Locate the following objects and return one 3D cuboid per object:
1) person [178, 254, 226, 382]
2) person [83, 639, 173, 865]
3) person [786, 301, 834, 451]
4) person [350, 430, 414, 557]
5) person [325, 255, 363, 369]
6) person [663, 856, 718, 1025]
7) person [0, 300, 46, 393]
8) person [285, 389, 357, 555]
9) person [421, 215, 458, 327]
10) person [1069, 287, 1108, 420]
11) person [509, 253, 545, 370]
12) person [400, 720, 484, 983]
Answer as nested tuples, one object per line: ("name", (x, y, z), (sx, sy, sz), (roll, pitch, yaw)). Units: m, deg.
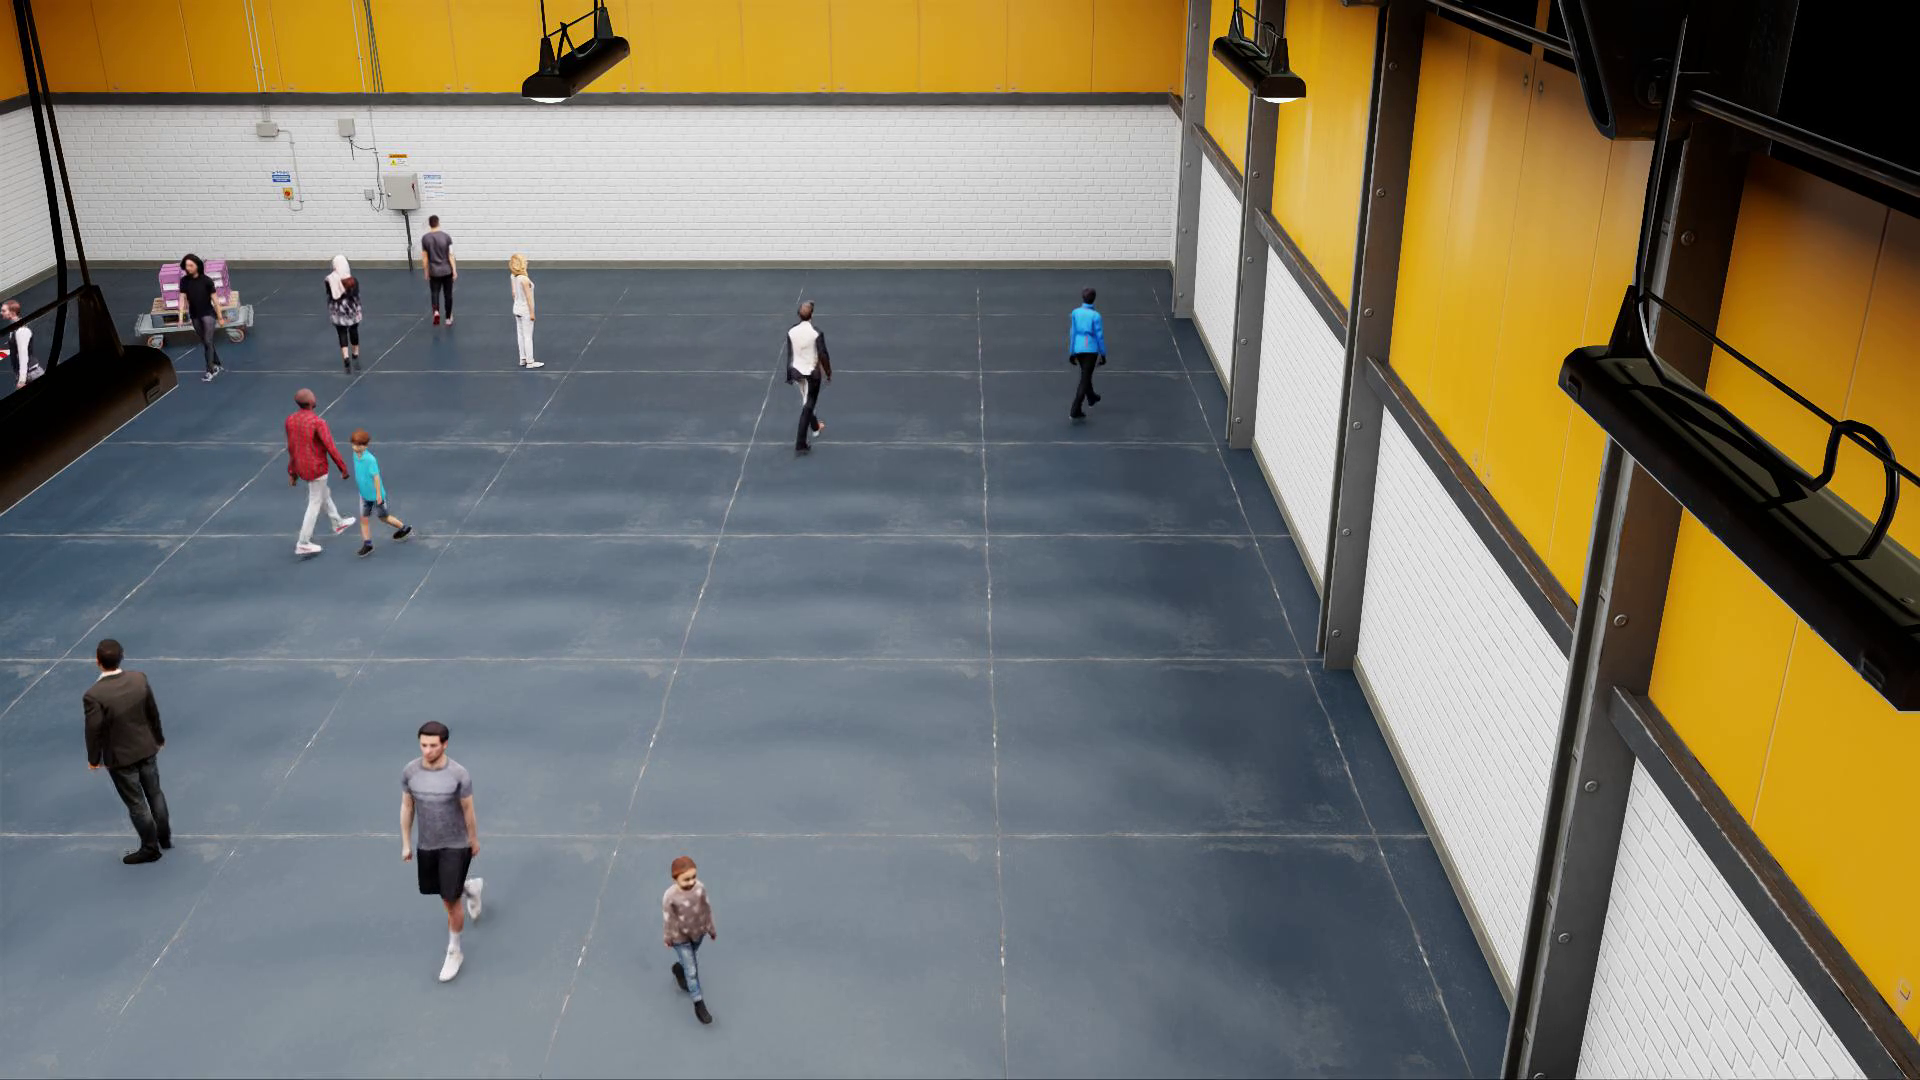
("person", (-10.760, -3.226, 23.731), (0.698, 1.805, 0.999), (3, 24, 6))
("person", (-6.338, 1.609, 12.682), (0.875, 1.796, 0.770), (11, 26, 24))
("person", (-1.950, -2.028, 20.932), (1.048, 1.853, 1.304), (12, 26, 25))
("person", (-6.350, -0.548, 18.095), (0.829, 1.414, 0.991), (15, 28, 30))
("person", (-8.931, -3.288, 24.128), (0.842, 1.603, 1.168), (-7, 25, -16))
("person", (-1.850, 2.607, 11.176), (0.769, 1.174, 0.918), (-15, 28, -30))
("person", (-11.641, -2.094, 21.028), (1.217, 1.897, 1.299), (21, 31, 39))
("person", (-7.067, -0.718, 18.023), (1.051, 1.782, 1.305), (11, 26, 24))
("person", (-8.121, -4.161, 25.942), (0.724, 1.749, 0.904), (-4, 24, -9))
("person", (1.632, -2.430, 21.985), (1.093, 1.746, 1.222), (18, 29, 35))
("person", (-6.355, -3.343, 24.168), (0.738, 1.670, 0.674), (-21, 31, -39))
("person", (-3.567, 2.057, 11.602), (0.793, 1.841, 1.162), (4, 24, 9))
